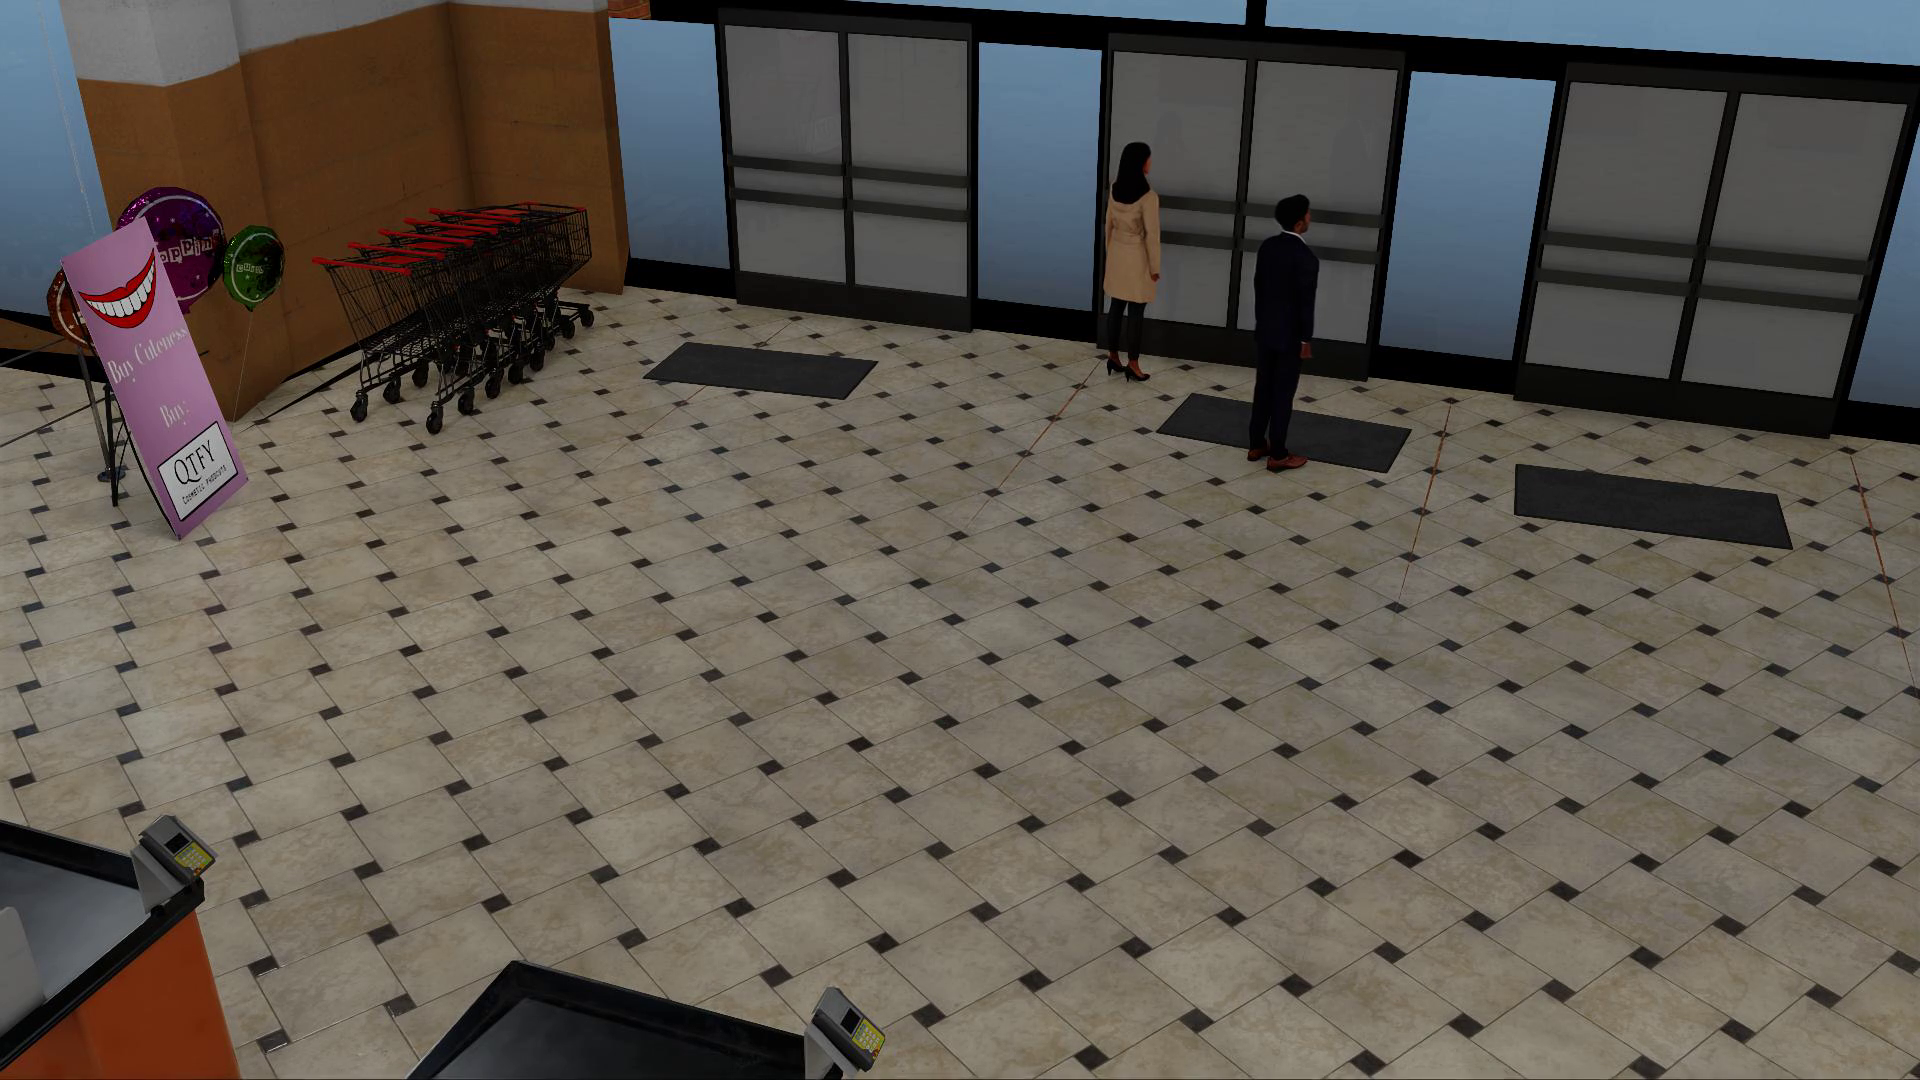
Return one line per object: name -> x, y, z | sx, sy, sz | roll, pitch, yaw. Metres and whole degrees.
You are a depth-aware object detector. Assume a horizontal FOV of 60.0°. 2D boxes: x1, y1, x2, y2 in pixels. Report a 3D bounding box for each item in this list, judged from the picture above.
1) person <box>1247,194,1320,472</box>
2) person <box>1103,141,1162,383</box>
person -> 1.978, -1.276, 10.246 | 0.737, 1.725, 0.704 | -16, 31, -28
person -> 1.191, -1.932, 11.588 | 0.718, 1.681, 0.727 | -20, 33, -34
